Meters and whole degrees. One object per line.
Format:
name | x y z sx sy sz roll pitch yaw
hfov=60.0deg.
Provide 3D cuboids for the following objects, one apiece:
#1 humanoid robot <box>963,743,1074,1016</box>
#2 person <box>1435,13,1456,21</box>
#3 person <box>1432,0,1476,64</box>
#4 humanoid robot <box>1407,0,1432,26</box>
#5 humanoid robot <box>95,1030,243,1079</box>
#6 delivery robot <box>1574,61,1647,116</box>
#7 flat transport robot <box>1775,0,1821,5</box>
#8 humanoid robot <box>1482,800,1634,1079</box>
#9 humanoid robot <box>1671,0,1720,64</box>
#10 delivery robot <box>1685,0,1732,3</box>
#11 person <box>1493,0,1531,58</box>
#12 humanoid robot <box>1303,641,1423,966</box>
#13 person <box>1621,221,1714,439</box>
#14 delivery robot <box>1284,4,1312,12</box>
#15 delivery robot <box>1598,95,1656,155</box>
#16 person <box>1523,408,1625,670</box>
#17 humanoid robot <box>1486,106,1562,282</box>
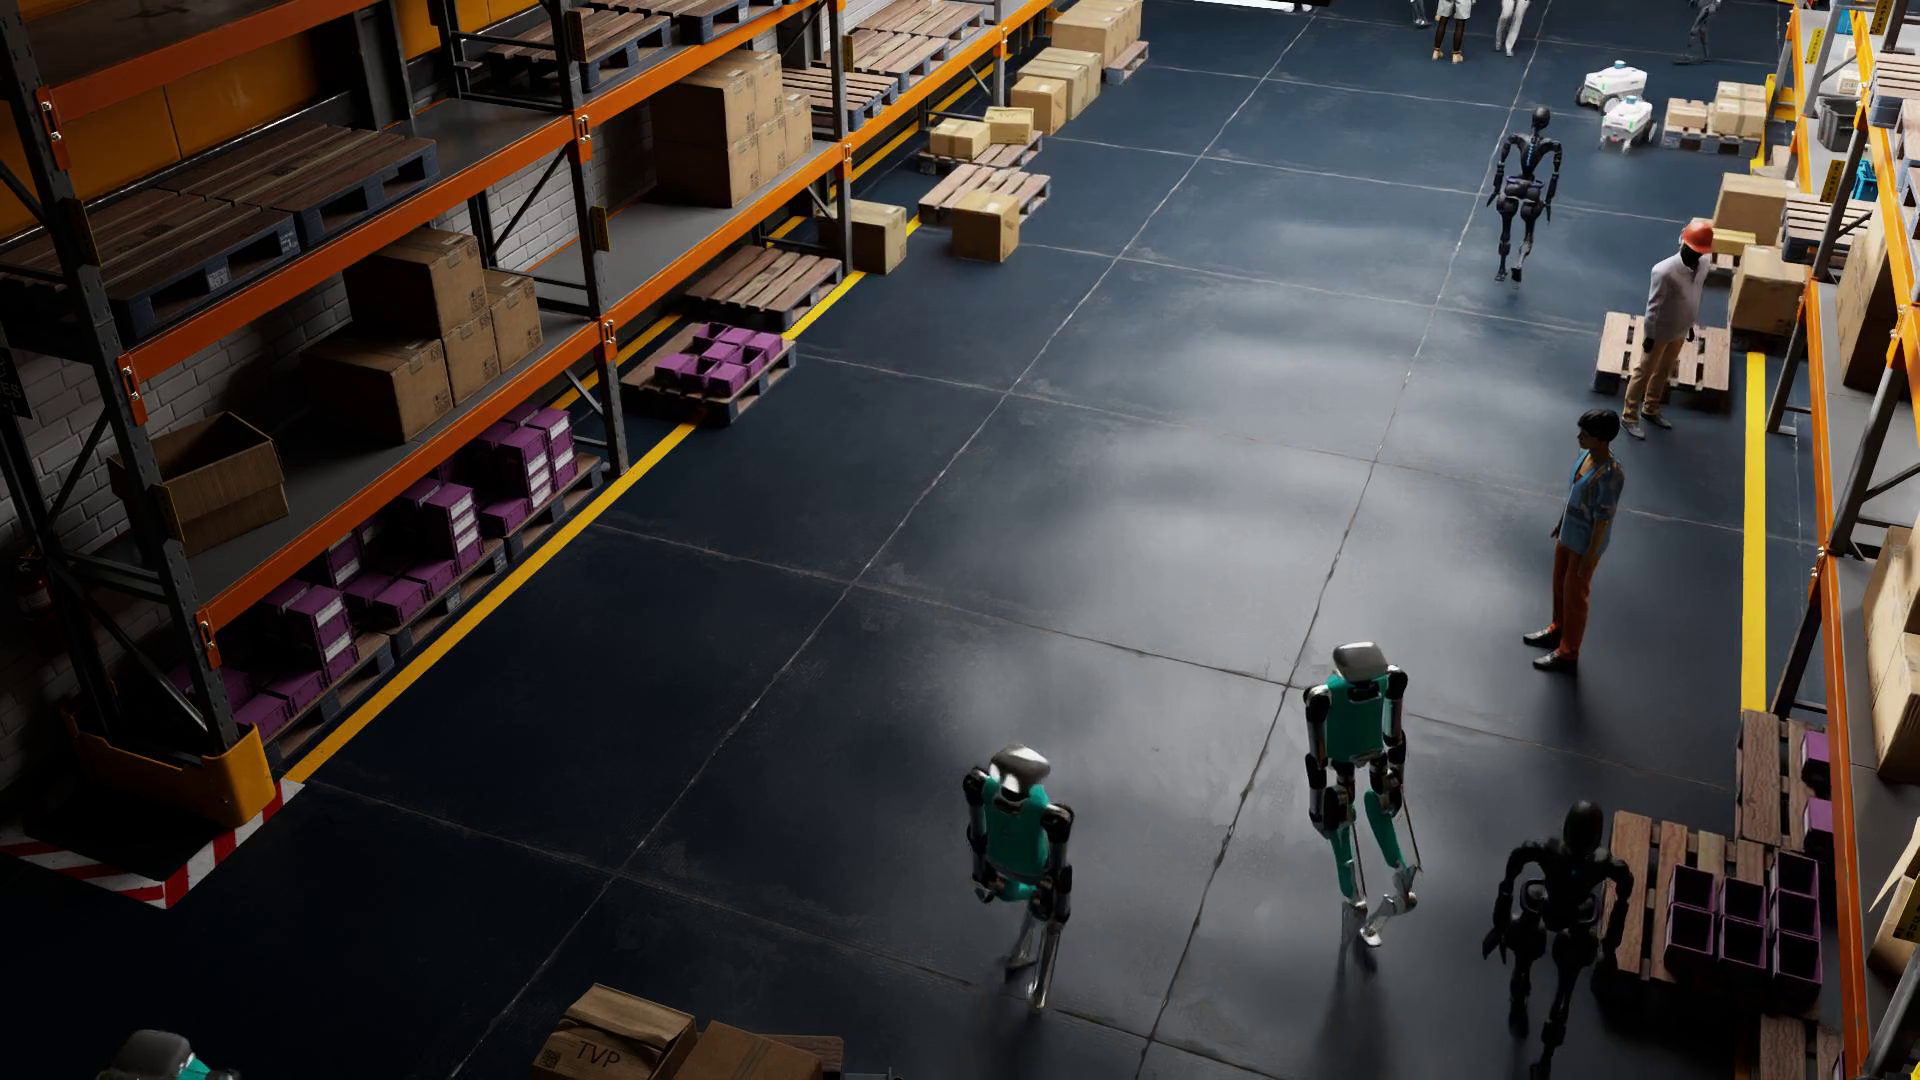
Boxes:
humanoid robot | 0.386 1.536 7.863 0.597 1.769 0.850 19 38 27
person | 6.738 -7.884 22.403 0.462 1.778 0.305 -7 34 -11
person | 6.249 -6.857 20.889 0.532 1.693 0.320 23 39 31
humanoid robot | 6.181 -7.685 22.086 0.681 1.753 0.544 -21 38 -29
humanoid robot | -2.880 2.712 6.098 0.547 1.834 0.885 1 33 1
delivery robot | 7.698 -5.344 19.570 0.738 0.563 0.499 -14 35 -21
flat transport robot | 12.157 -7.887 23.798 1.431 0.231 0.659 -25 40 -33
humanoid robot | 2.708 1.785 7.553 0.601 1.634 0.657 10 34 15
humanoid robot | 9.338 -6.783 20.810 0.597 1.625 0.610 -2 33 -4
delivery robot | 10.656 -7.869 23.510 0.791 0.598 0.499 -20 38 -27
person | 7.076 -7.061 21.038 0.517 1.880 0.479 6 33 10
humanoid robot | 2.000 1.433 8.129 0.568 1.895 0.774 -11 34 -17
person | 5.449 -1.621 12.737 0.561 1.745 0.336 -16 36 -24
delivery robot | 4.688 -7.742 23.312 0.517 0.598 0.769 -7 33 -10
delivery robot | 7.419 -4.652 18.517 0.499 0.583 0.774 22 39 30
person | 3.810 -0.012 10.239 0.332 1.757 0.507 -1 33 -2
humanoid robot | 5.090 -3.108 15.113 0.588 1.646 0.468 14 35 20
